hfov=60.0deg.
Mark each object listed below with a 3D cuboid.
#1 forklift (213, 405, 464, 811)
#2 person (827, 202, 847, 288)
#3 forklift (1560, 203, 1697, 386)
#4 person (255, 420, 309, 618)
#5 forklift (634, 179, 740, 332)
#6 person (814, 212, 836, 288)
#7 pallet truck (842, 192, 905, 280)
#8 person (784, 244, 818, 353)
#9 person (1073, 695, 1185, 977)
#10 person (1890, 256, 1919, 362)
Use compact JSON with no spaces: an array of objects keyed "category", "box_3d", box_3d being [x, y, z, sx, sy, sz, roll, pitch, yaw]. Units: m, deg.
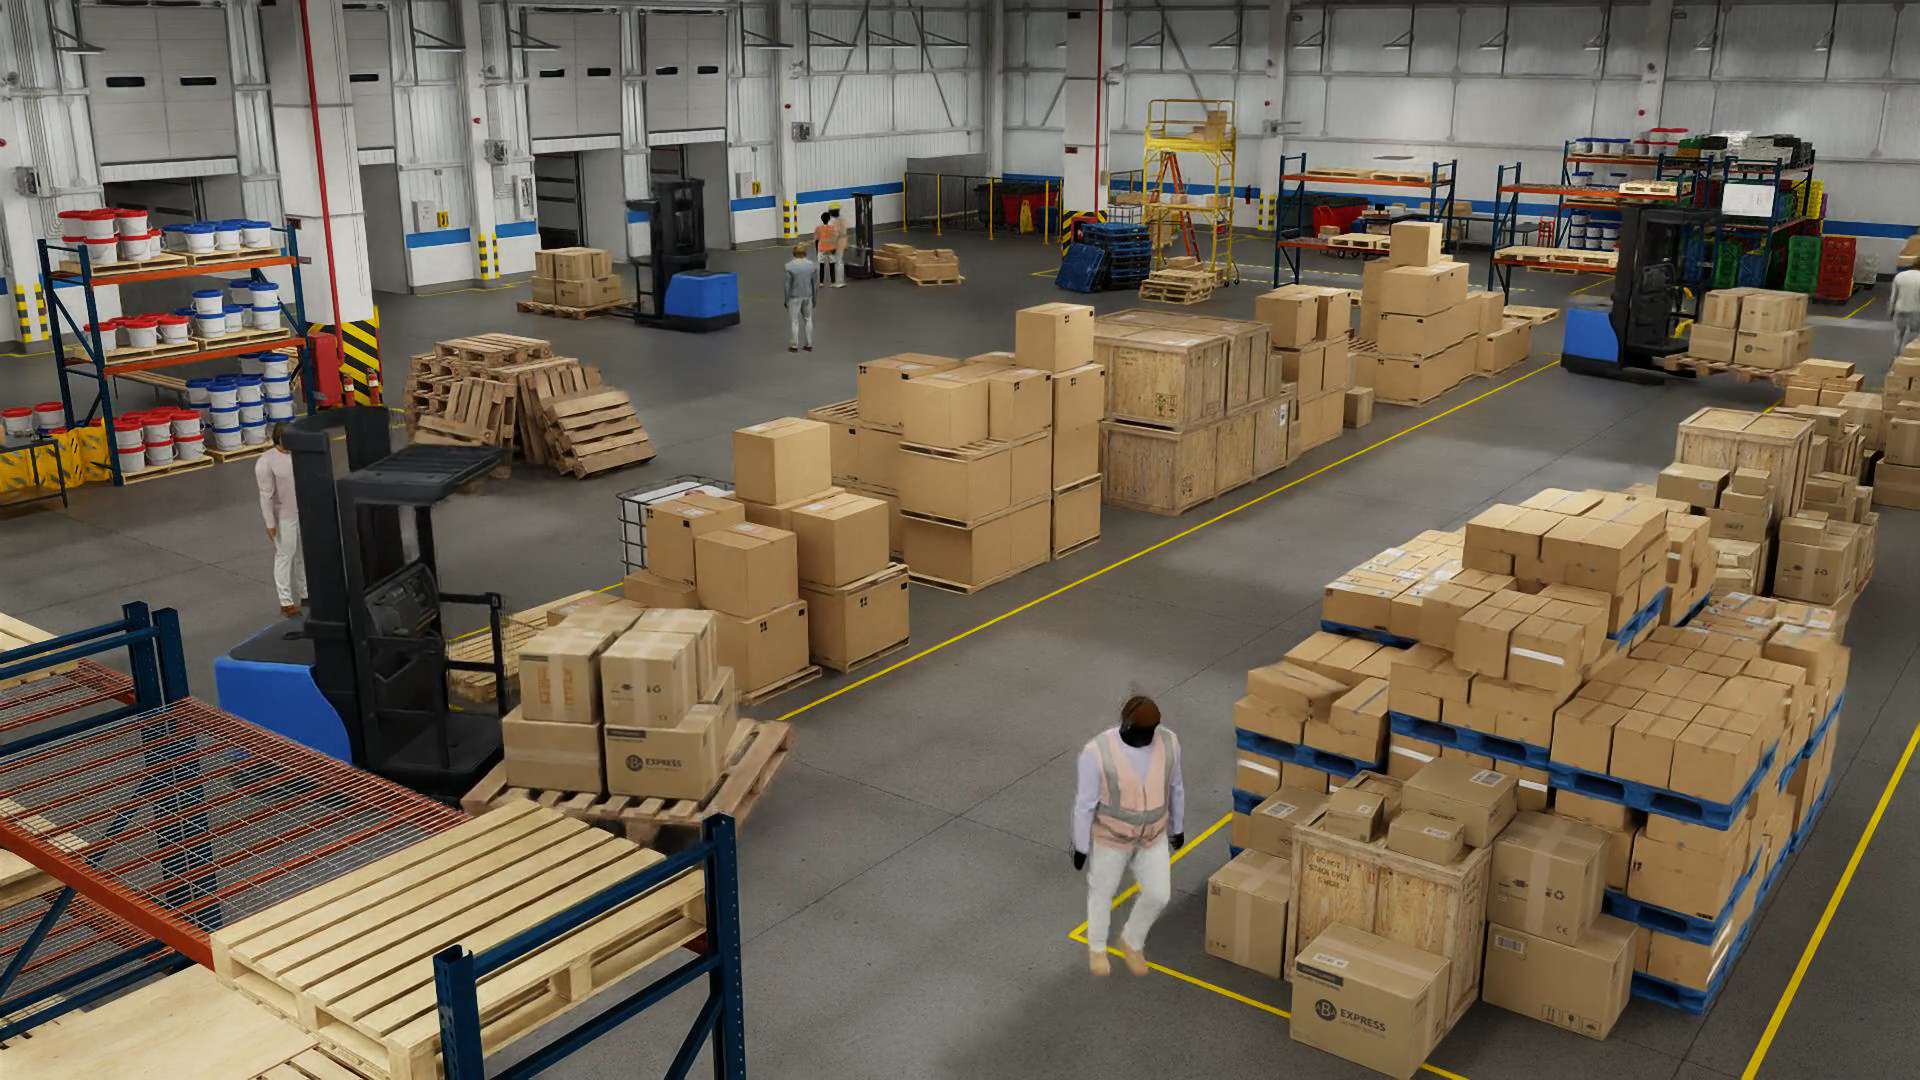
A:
[{"category":"forklift","box_3d":[-4.462,0.452,12.277,1.873,2.768,1.129,3,17,9]},{"category":"person","box_3d":[-2.767,-6.624,37.361,0.440,1.901,0.633,1,17,2]},{"category":"forklift","box_3d":[11.101,-4.100,27.349,1.129,2.768,1.873,-13,21,-36]},{"category":"person","box_3d":[-6.467,-0.221,16.109,0.352,1.937,0.635,9,19,27]},{"category":"forklift","box_3d":[-5.290,-5.521,32.057,1.873,2.768,1.129,12,21,35]},{"category":"person","box_3d":[-2.991,-6.490,37.275,0.538,1.700,0.317,0,17,-1]},{"category":"pallet truck","box_3d":[-1.936,-7.159,38.982,1.885,1.965,0.823,-12,21,-34]},{"category":"person","box_3d":[-2.833,-4.309,29.677,0.636,1.928,0.380,-8,19,-25]},{"category":"person","box_3d":[0.996,1.743,9.826,0.743,1.807,0.520,-5,18,-16]},{"category":"person","box_3d":[16.145,-3.882,28.282,0.610,1.905,0.654,-13,21,-37]}]
